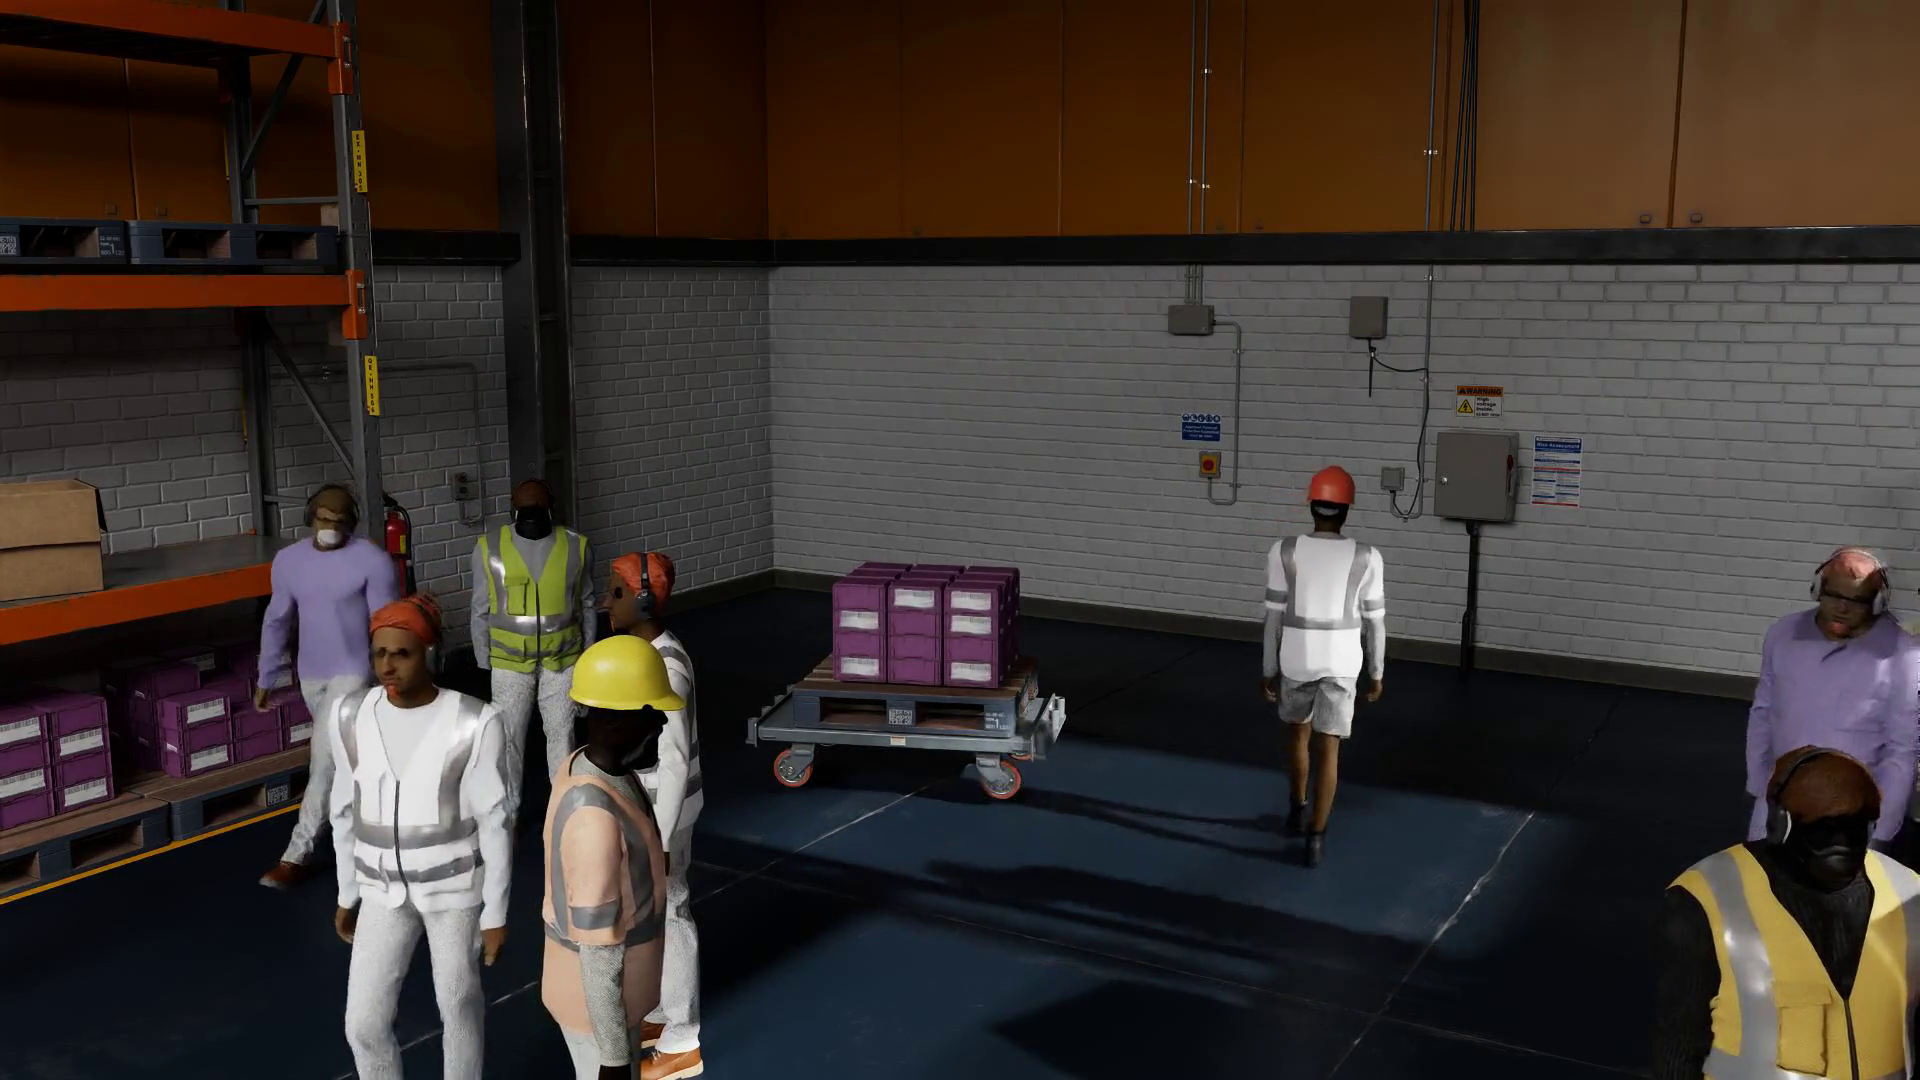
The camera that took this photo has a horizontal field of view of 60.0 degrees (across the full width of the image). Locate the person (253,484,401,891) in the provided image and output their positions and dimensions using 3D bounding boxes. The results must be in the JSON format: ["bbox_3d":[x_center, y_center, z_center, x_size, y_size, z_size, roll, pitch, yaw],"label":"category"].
[{"bbox_3d":[-2.976,0.651,7.922,0.670,1.869,1.075,3,10,18],"label":"person"}]

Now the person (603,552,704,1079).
[{"bbox_3d":[-1.085,0.970,5.857,0.355,1.883,0.573,-3,10,-18],"label":"person"}]

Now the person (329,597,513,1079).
[{"bbox_3d":[-1.658,1.113,5.006,0.606,1.865,0.645,1,9,6],"label":"person"}]

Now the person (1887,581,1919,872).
[{"bbox_3d":[3.349,0.957,5.757,0.908,1.935,0.632,-7,11,-37],"label":"person"}]

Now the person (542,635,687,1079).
[{"bbox_3d":[-0.901,1.190,4.394,0.392,1.919,0.581,-2,9,-10],"label":"person"}]

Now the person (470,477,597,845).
[{"bbox_3d":[-2.118,0.601,8.316,0.619,1.838,0.430,-3,10,-19],"label":"person"}]

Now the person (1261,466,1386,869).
[{"bbox_3d":[1.793,0.585,8.163,0.574,1.902,0.845,3,10,17],"label":"person"}]

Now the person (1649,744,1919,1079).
[{"bbox_3d":[1.843,1.344,3.683,0.629,1.837,0.429,0,9,-2],"label":"person"}]

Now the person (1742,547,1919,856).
[{"bbox_3d":[3.112,0.951,5.992,0.465,1.882,0.666,-7,11,-37],"label":"person"}]
